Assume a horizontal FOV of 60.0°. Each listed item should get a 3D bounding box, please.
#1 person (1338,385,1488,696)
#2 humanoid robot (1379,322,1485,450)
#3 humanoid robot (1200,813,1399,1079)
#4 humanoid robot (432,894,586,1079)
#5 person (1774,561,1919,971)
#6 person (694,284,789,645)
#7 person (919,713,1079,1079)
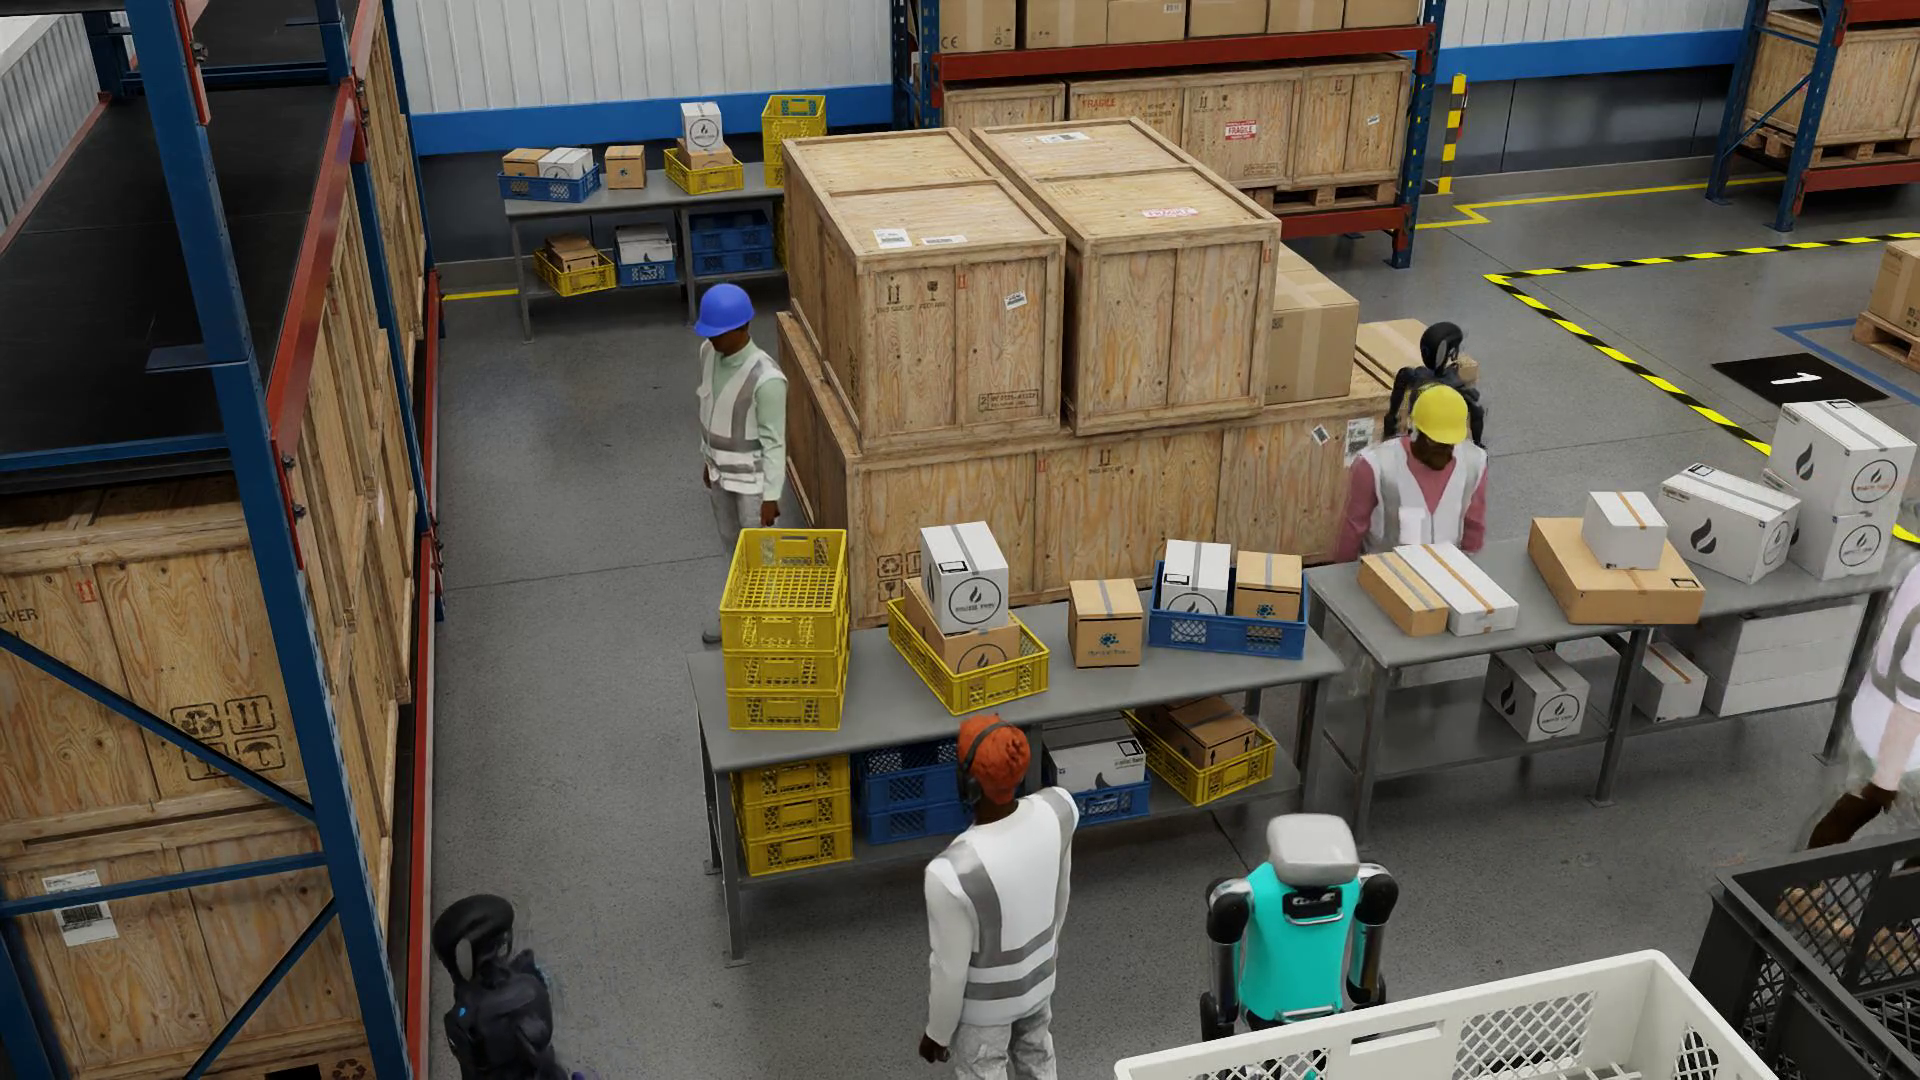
[{"bbox_3d":[1.971,0.136,7.272,0.600,1.805,0.540,-6,29,-11],"label":"person"},{"bbox_3d":[2.299,-0.281,8.171,0.426,1.648,0.609,-22,36,-34],"label":"humanoid robot"},{"bbox_3d":[0.968,1.602,4.580,0.530,1.693,0.736,-5,29,-9],"label":"humanoid robot"},{"bbox_3d":[-1.234,1.685,4.624,0.732,1.625,0.606,-25,37,-37],"label":"humanoid robot"},{"bbox_3d":[3.544,0.723,6.002,0.768,2.020,0.609,11,31,19],"label":"person"},{"bbox_3d":[-1.045,-0.315,7.967,0.416,1.936,0.608,-22,36,-34],"label":"person"},{"bbox_3d":[0.105,1.335,5.021,0.573,1.882,0.361,-25,38,-38],"label":"person"}]
